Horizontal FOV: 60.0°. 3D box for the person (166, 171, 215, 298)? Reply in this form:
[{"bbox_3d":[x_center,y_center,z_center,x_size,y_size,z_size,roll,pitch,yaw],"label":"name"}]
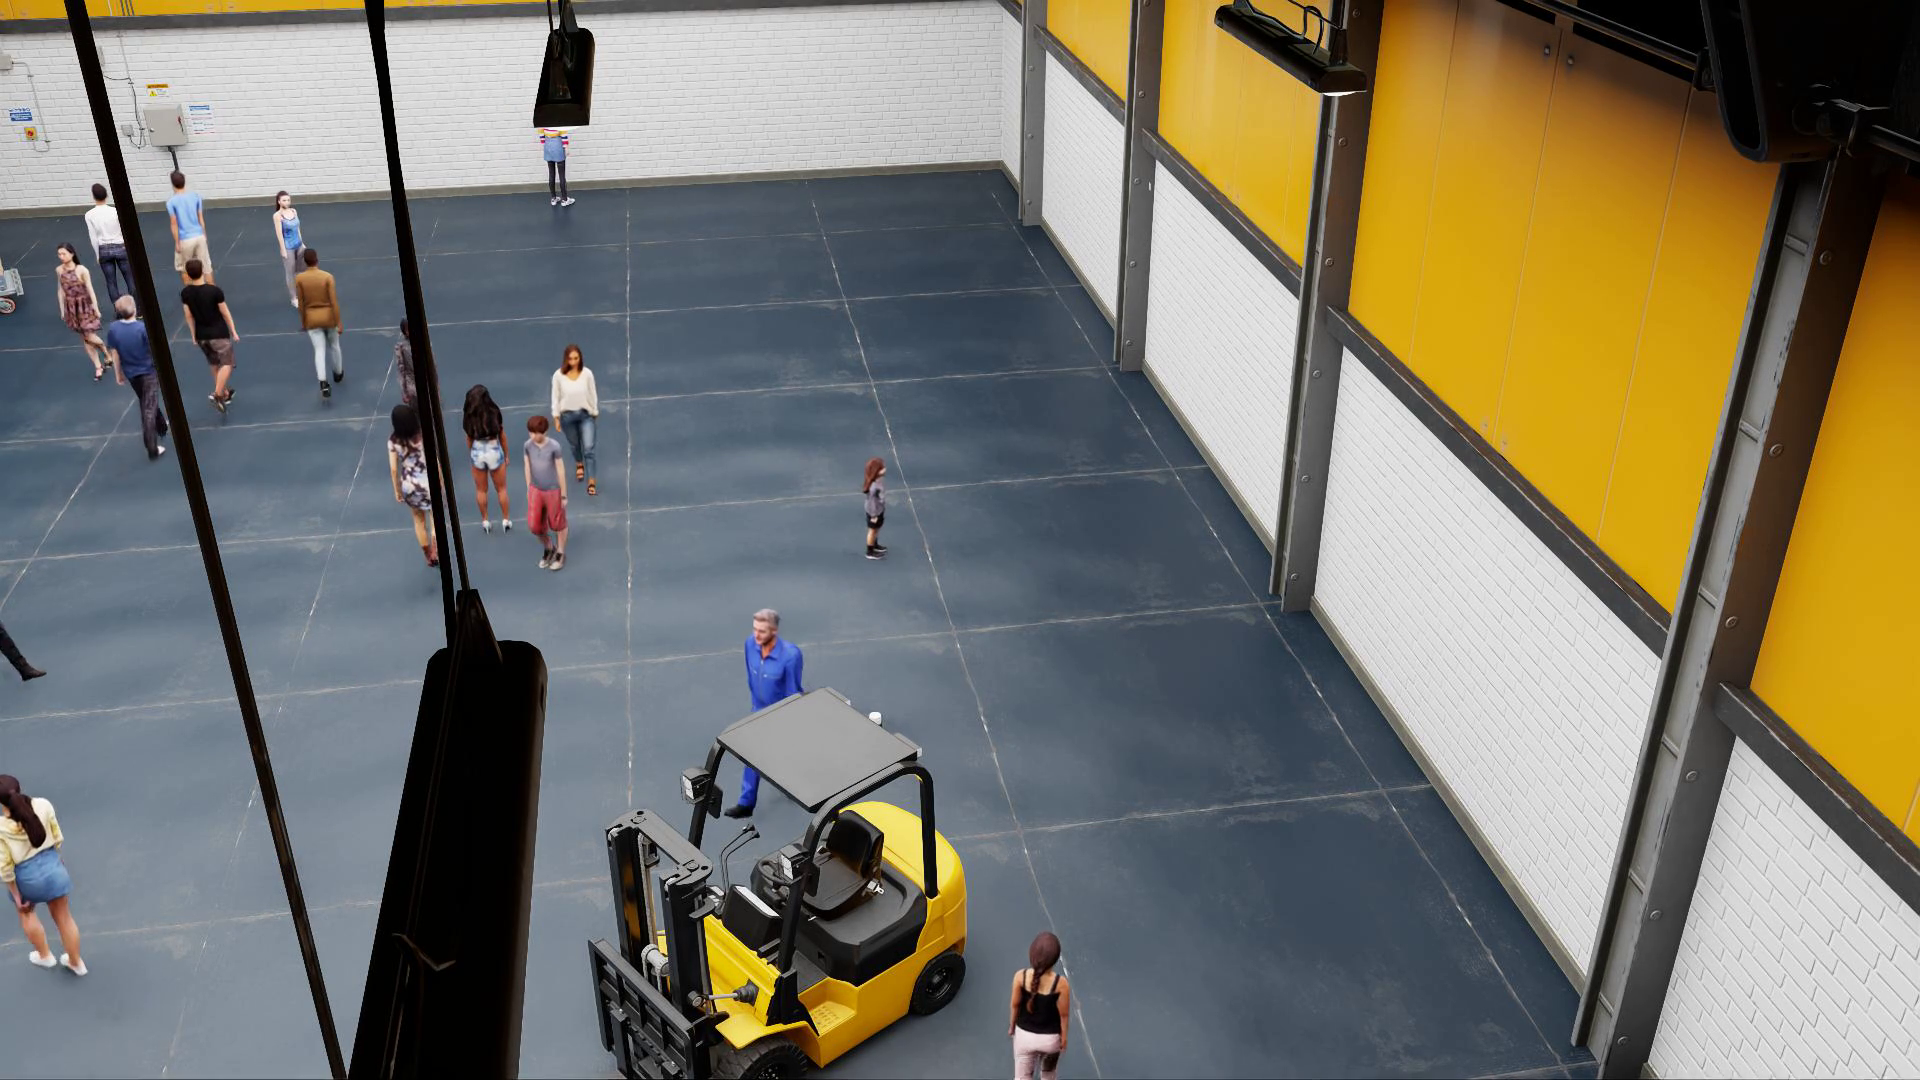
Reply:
[{"bbox_3d":[-10.471,-4.083,22.738,1.067,1.842,0.959,25,37,38],"label":"person"}]

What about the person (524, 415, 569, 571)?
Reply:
[{"bbox_3d":[-4.030,-0.515,16.404,0.700,1.645,0.724,6,29,10],"label":"person"}]

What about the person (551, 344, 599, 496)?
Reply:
[{"bbox_3d":[-4.138,-1.346,17.931,0.620,1.640,1.047,-5,29,-9],"label":"person"}]

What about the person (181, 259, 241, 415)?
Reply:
[{"bbox_3d":[-8.848,-2.387,19.626,0.806,1.843,1.103,0,29,0],"label":"person"}]

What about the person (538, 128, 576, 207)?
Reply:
[{"bbox_3d":[-6.557,-6.315,26.868,0.726,1.806,0.705,9,30,17],"label":"person"}]

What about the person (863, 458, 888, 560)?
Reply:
[{"bbox_3d":[-0.861,-0.339,16.646,0.584,1.104,0.476,5,29,9],"label":"person"}]

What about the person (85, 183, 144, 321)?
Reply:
[{"bbox_3d":[-11.352,-3.856,22.292,0.667,1.871,0.641,-11,31,-20],"label":"person"}]

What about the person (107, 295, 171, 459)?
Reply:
[{"bbox_3d":[-9.153,-1.783,18.527,0.818,1.836,1.106,1,29,1],"label":"person"}]

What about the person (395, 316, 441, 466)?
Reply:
[{"bbox_3d":[-5.951,-1.624,18.419,0.879,1.661,1.216,-16,32,-27],"label":"person"}]

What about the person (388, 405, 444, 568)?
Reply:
[{"bbox_3d":[-5.286,-0.479,16.256,0.608,1.722,0.753,-4,29,-8],"label":"person"}]

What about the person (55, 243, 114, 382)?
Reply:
[{"bbox_3d":[-10.799,-2.836,20.532,0.746,1.764,0.800,3,29,6],"label":"person"}]

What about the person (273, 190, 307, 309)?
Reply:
[{"bbox_3d":[-9.185,-4.014,22.854,0.714,1.609,0.628,11,31,20],"label":"person"}]

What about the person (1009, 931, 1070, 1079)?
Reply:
[{"bbox_3d":[0.461,3.030,10.008,0.717,1.544,1.007,5,29,8],"label":"person"}]

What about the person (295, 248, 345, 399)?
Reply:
[{"bbox_3d":[-7.717,-2.586,20.056,0.690,1.782,1.177,-7,29,-12],"label":"person"}]

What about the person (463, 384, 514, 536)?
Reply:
[{"bbox_3d":[-4.823,-0.814,16.977,0.549,1.620,0.563,-4,29,-8],"label":"person"}]

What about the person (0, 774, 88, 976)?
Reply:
[{"bbox_3d":[-6.202,2.306,11.261,0.850,1.616,0.793,21,35,33],"label":"person"}]

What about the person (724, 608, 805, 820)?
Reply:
[{"bbox_3d":[-1.366,1.285,12.952,1.182,1.790,1.260,17,33,28],"label":"person"}]
